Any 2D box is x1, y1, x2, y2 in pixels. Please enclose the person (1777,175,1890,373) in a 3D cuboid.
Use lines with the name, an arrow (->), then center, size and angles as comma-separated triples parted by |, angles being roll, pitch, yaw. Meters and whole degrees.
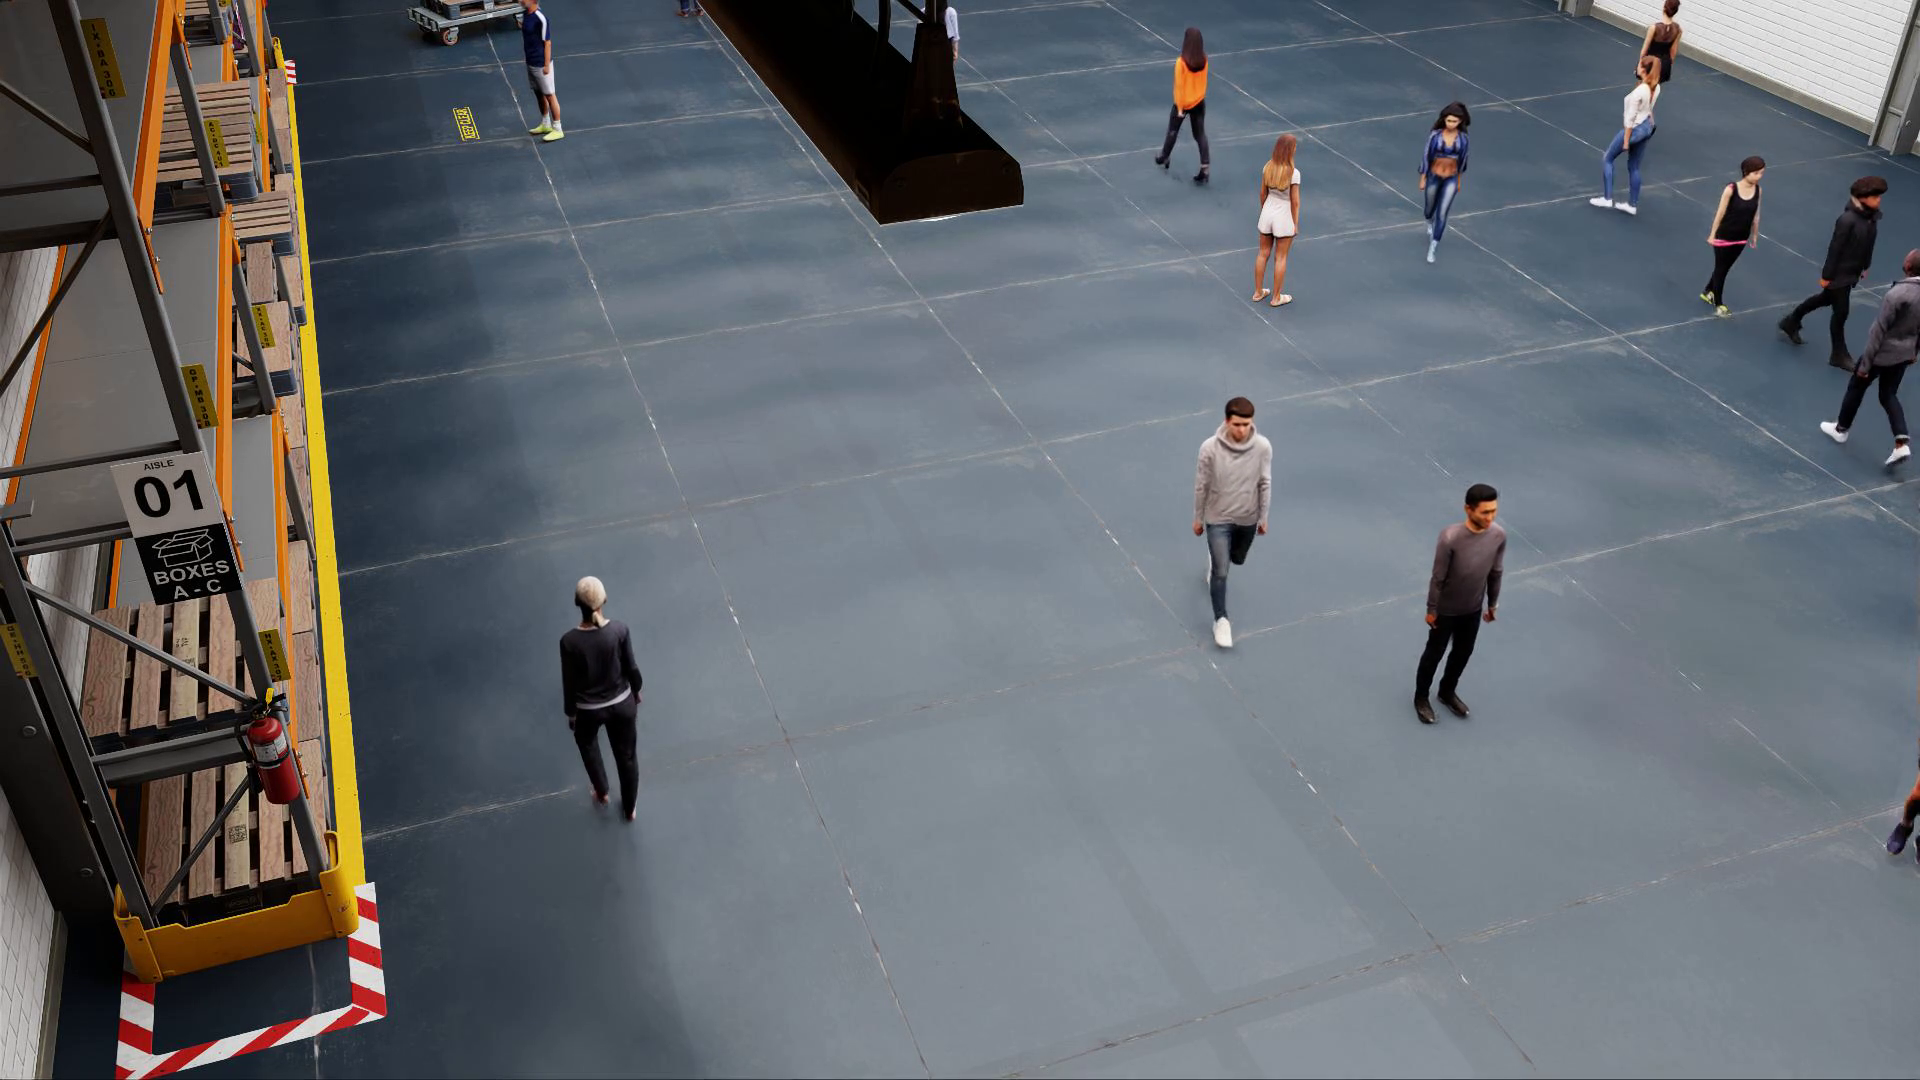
person -> 7.887, -2.461, 14.995 | 0.810, 1.749, 1.202 | -20, 39, -28

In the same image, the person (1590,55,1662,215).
person -> 7.298, -4.305, 17.809 | 0.694, 1.703, 0.760 | -19, 38, -26

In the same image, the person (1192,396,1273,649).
person -> 1.875, -0.215, 11.538 | 0.873, 1.834, 1.202 | -2, 34, -3

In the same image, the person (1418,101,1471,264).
person -> 4.915, -3.682, 16.971 | 0.975, 1.594, 1.104 | 9, 35, 14

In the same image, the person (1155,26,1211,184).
person -> 2.624, -4.826, 18.591 | 0.770, 1.706, 1.129 | -18, 38, -25

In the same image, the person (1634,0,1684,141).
person -> 8.276, -5.570, 19.759 | 0.788, 1.652, 1.083 | -1, 34, -2

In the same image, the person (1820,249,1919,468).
person -> 7.558, -1.443, 13.425 | 0.805, 1.792, 1.131 | -7, 34, -11

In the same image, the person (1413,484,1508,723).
person -> 3.198, 0.393, 10.687 | 0.576, 1.764, 0.666 | -11, 35, -16

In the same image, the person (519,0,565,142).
person -> -5.002, -5.695, 19.778 | 0.771, 1.839, 0.631 | -27, 42, -34

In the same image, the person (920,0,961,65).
person -> -0.262, -5.892, 20.160 | 0.723, 1.744, 0.679 | 0, 34, 0

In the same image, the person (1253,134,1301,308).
person -> 3.043, -3.074, 15.963 | 0.627, 1.697, 0.720 | 27, 42, 34

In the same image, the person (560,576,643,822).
person -> -2.095, 0.997, 9.824 | 0.626, 1.713, 0.590 | -12, 35, -17

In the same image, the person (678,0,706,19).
person -> -3.965, -8.503, 24.020 | 0.647, 1.819, 0.594 | -10, 35, -15

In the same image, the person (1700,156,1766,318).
person -> 7.364, -2.954, 15.931 | 0.629, 1.533, 0.884 | -6, 34, -10
